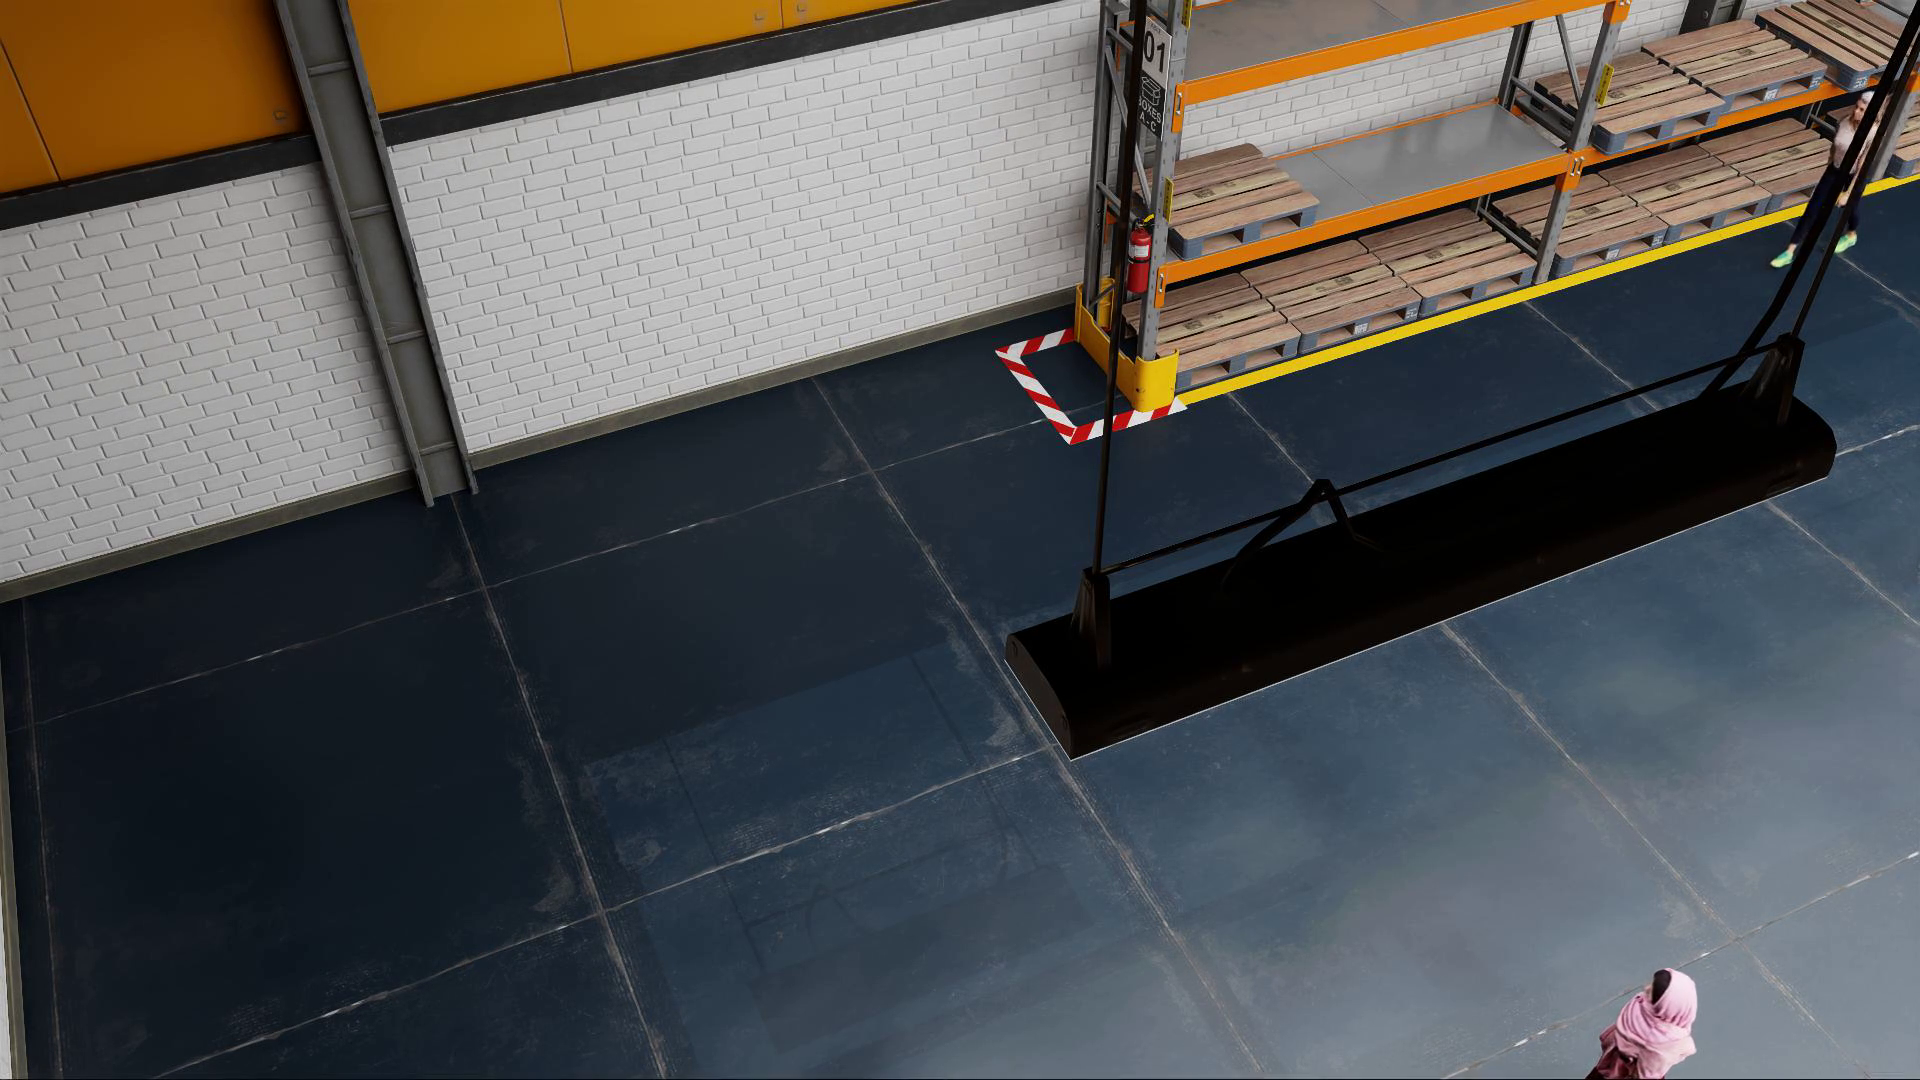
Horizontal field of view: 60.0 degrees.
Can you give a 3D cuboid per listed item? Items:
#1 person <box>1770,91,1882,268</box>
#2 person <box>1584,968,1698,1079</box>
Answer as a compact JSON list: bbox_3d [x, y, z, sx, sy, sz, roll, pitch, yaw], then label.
[{"bbox_3d":[7.662,-3.100,14.297,1.165,1.652,0.617,-18,47,-18],"label":"person"},{"bbox_3d":[3.368,2.621,8.307,0.818,1.631,0.759,14,45,14],"label":"person"}]
